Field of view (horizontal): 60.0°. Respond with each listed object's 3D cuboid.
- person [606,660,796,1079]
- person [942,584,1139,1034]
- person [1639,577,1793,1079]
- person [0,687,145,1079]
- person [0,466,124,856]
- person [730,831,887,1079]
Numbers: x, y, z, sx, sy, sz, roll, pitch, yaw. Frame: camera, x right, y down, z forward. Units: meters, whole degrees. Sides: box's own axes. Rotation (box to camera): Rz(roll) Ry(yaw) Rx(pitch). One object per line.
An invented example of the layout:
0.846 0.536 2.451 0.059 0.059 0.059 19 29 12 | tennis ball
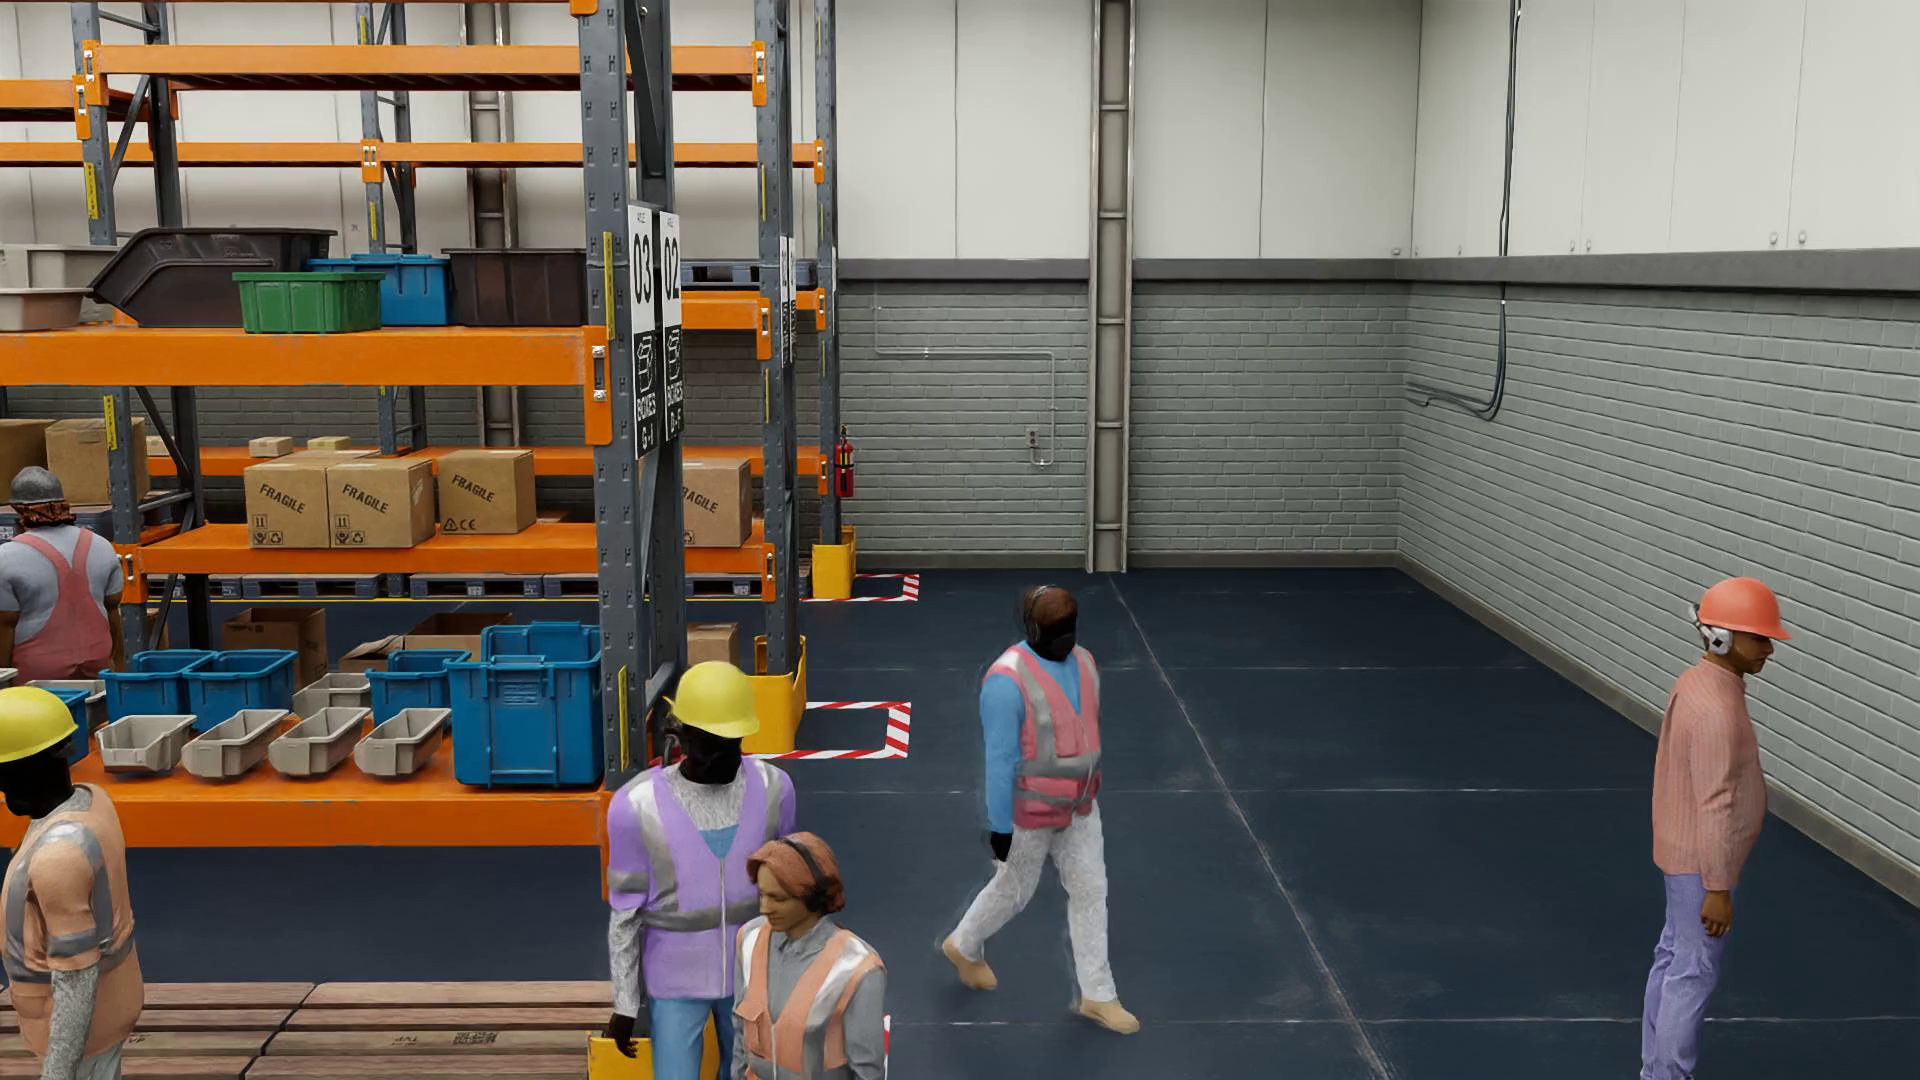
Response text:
-0.740 1.285 4.947 0.606 1.911 0.400 -5 11 -29 | person
0.303 1.045 6.744 0.899 1.801 0.640 9 13 42 | person
2.610 1.107 5.786 0.392 1.989 0.618 3 10 17 | person
-2.471 1.337 4.603 0.381 1.917 0.585 -4 10 -22 | person
-4.727 0.617 8.643 0.535 2.000 0.682 5 10 28 | person
-0.386 1.533 4.281 0.524 1.631 0.320 8 12 39 | person
